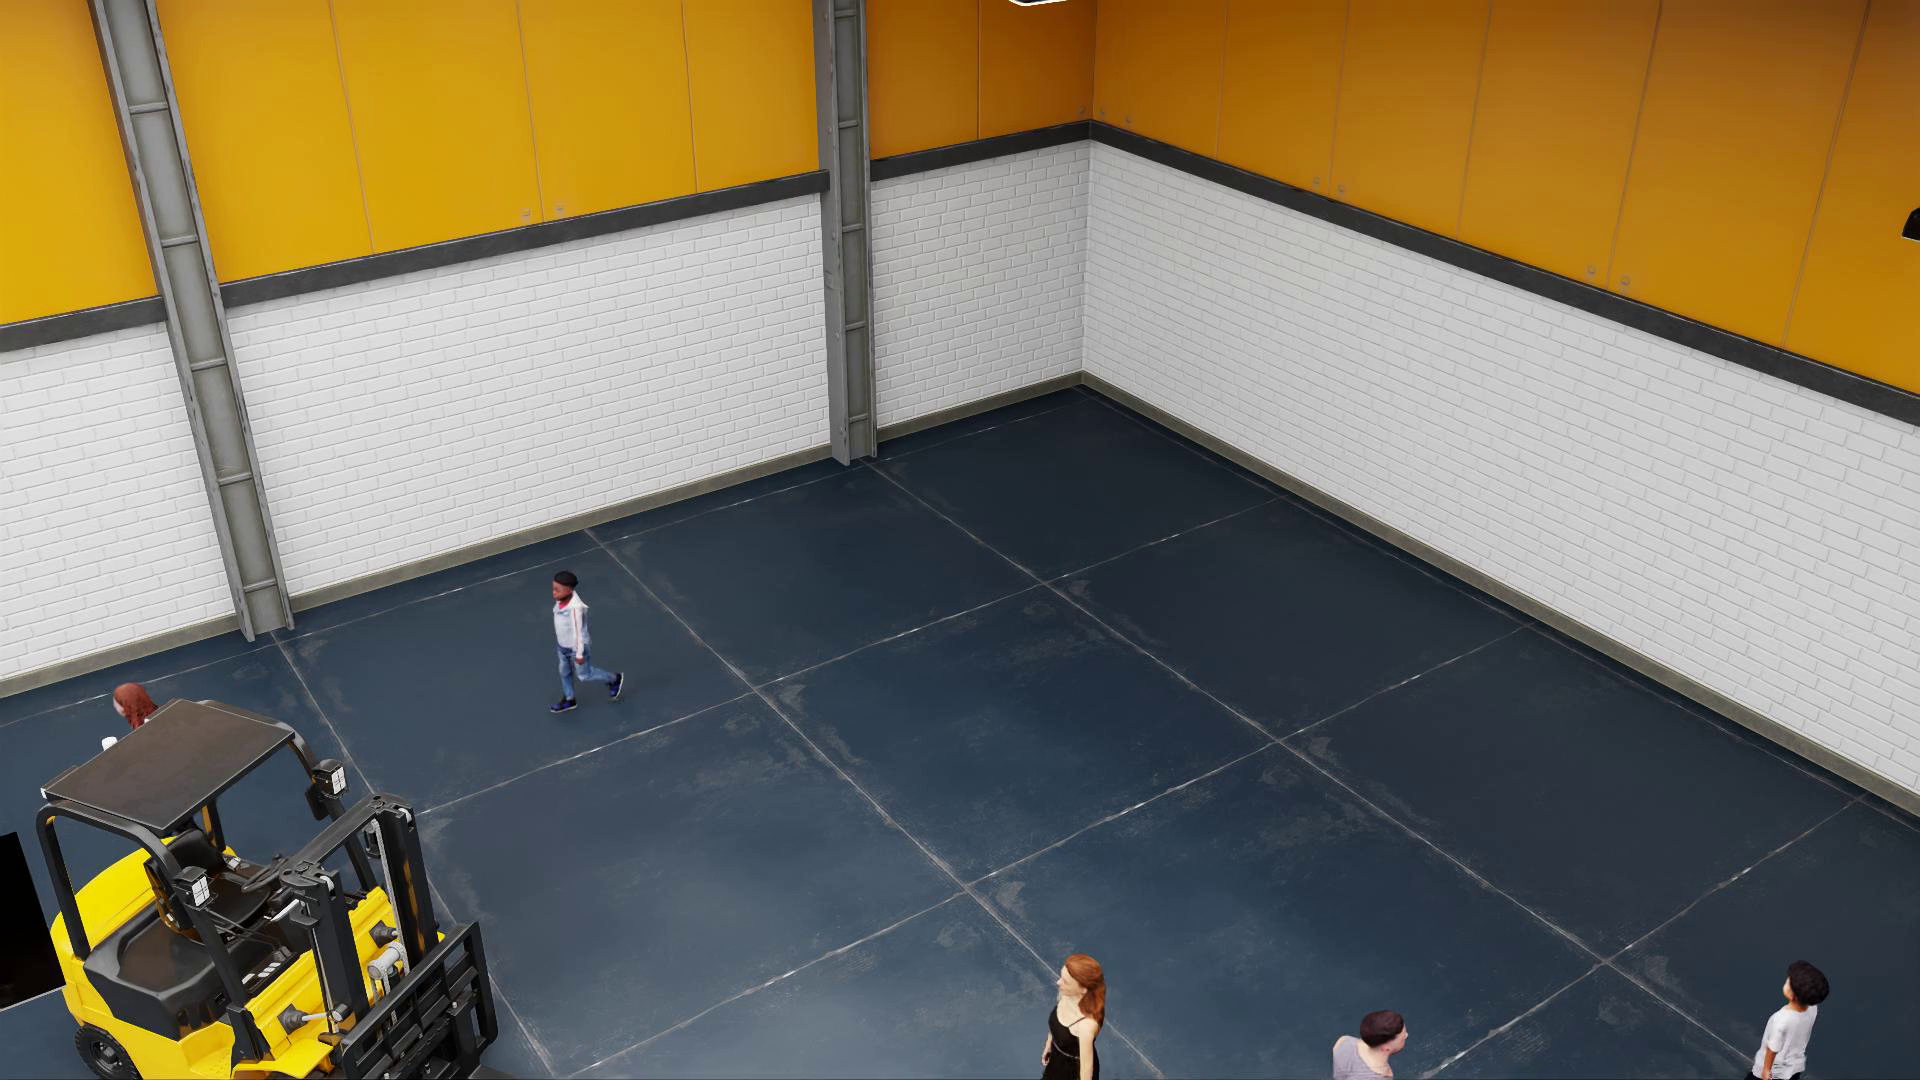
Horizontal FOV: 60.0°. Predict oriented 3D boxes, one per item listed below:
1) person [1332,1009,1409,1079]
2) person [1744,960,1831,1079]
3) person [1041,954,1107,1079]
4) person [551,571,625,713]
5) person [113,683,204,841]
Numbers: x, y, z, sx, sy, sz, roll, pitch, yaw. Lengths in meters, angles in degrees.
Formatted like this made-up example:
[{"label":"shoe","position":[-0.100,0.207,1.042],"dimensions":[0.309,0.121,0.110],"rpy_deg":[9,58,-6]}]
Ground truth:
[{"label":"person","position":[1.912,3.050,8.359],"dimensions":[1.088,1.824,0.807],"rpy_deg":[-9,30,-15]},{"label":"person","position":[4.615,2.902,9.238],"dimensions":[0.538,1.250,0.609],"rpy_deg":[-11,30,-19]},{"label":"person","position":[0.698,2.857,8.945],"dimensions":[0.740,1.610,0.691],"rpy_deg":[-4,29,-7]},{"label":"person","position":[-2.989,0.784,13.131],"dimensions":[0.806,1.241,0.475],"rpy_deg":[-19,34,-31]},{"label":"person","position":[-5.141,1.693,10.979],"dimensions":[1.115,1.707,1.011],"rpy_deg":[3,29,6]}]
